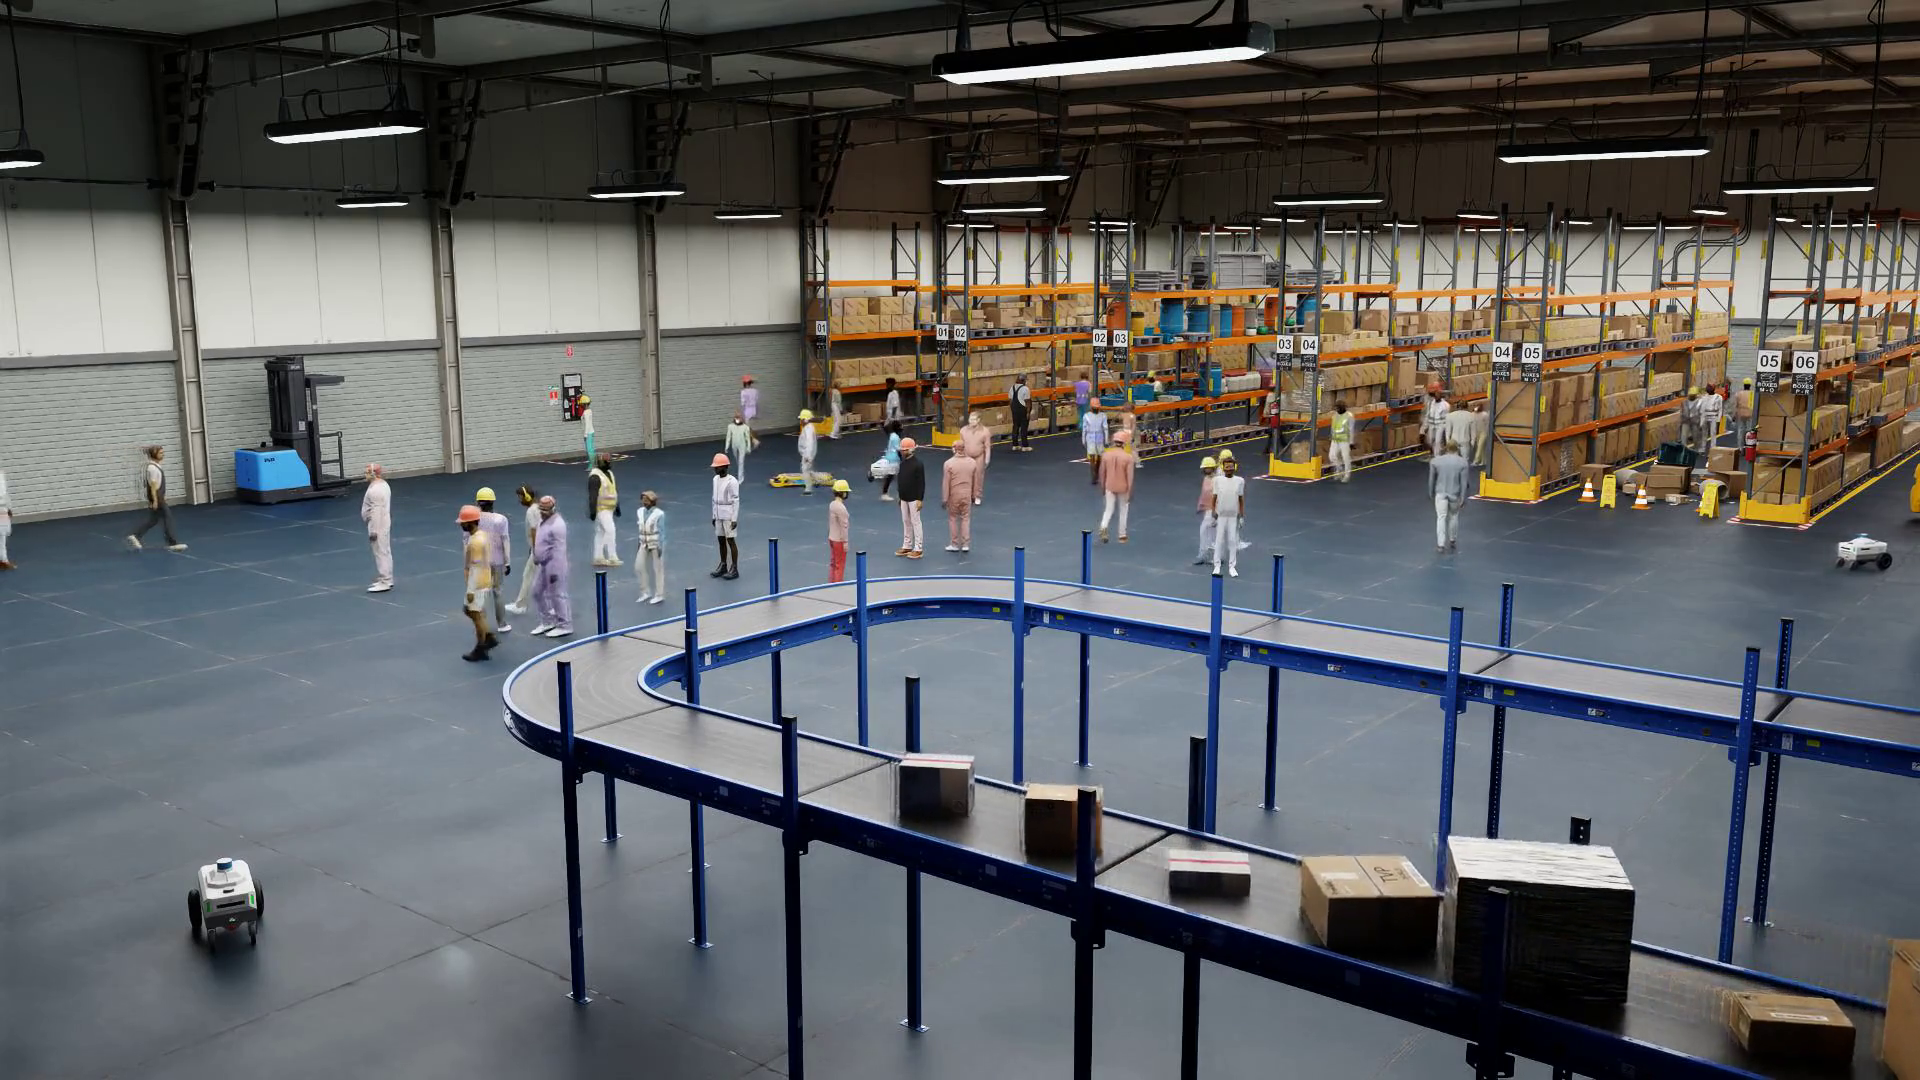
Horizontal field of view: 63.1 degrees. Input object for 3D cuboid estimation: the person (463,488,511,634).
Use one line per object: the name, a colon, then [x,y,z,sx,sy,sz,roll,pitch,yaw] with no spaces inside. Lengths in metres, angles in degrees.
person: [-6.193,0.272,20.516,0.590,1.923,0.383,-1,10,-4]

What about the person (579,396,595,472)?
person: [-8.681,-2.473,36.410,0.320,1.769,0.523,-1,10,-4]

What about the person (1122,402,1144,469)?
person: [3.928,-2.434,36.688,0.895,1.591,0.523,-7,12,-35]

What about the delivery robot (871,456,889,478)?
delivery robot: [-1.701,-1.629,34.925,0.477,0.478,0.707,4,11,22]

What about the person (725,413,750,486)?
person: [-4.851,-2.013,34.329,0.510,1.591,0.865,2,10,13]

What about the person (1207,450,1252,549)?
person: [4.539,-0.678,26.458,0.866,1.697,0.512,3,10,16]

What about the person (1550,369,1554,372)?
person: [18.303,-4.666,48.277,0.548,1.934,0.627,5,11,25]

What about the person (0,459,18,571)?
person: [-15.339,-0.482,24.762,0.658,1.921,0.610,1,10,3]

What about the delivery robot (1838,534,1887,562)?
delivery robot: [14.406,0.141,24.962,0.707,0.478,0.477,-3,10,-17]

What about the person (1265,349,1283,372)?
person: [10.733,-5.600,53.650,0.667,1.903,0.894,-4,11,-20]

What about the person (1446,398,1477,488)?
person: [10.823,-2.100,33.821,0.636,1.939,0.358,4,11,20]

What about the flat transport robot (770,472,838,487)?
flat transport robot: [-3.421,-1.336,34.340,1.431,0.197,0.652,-3,10,-14]

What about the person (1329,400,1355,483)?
person: [8.432,-2.172,34.566,0.575,1.814,0.745,-6,12,-31]

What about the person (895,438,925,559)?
person: [-0.831,-0.699,25.788,0.390,1.990,0.623,-8,13,-38]

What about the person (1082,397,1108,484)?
person: [2.977,-2.220,34.573,0.566,1.914,0.791,-1,10,-4]

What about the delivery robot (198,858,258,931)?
delivery robot: [-5.329,2.556,11.370,0.477,0.478,0.707,-5,11,-29]

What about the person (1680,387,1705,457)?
person: [18.199,-2.916,38.880,0.607,1.786,0.945,8,13,39]

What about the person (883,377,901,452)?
person: [-1.770,-3.168,39.804,0.602,1.943,0.638,-2,10,-13]

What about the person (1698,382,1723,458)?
person: [18.730,-3.004,39.075,0.357,1.881,0.574,-6,12,-30]

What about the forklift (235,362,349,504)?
forklift: [-13.803,-2.244,32.110,1.129,2.768,1.873,8,13,37]

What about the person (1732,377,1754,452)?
person: [20.198,-3.221,40.211,0.623,1.912,0.434,5,11,28]

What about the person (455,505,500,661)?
person: [-5.921,0.523,19.087,0.387,1.926,0.579,-2,10,-13]

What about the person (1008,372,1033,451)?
person: [1.608,-3.318,40.514,0.536,2.000,0.681,-9,14,-42]

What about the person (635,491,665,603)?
person: [-4.432,0.112,22.238,0.546,1.618,0.526,6,12,30]

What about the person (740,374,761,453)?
person: [-5.336,-3.206,39.817,0.597,2.023,0.613,6,12,32]

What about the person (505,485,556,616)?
person: [-5.884,0.152,21.503,0.944,1.809,0.523,1,10,6]

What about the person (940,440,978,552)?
person: [-0.037,-0.730,26.253,0.676,1.913,0.420,-5,11,-28]

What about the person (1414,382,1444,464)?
person: [11.326,-2.828,37.787,0.672,1.991,0.671,-9,13,-40]

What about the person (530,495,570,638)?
person: [-5.361,0.347,20.231,0.622,1.872,0.684,-6,12,-30]

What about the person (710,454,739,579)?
person: [-3.643,-0.369,24.091,0.551,1.935,0.375,9,13,41]

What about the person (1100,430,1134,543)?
person: [2.686,-0.902,27.008,0.622,1.974,0.769,5,11,27]

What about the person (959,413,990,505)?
person: [0.265,-1.583,31.126,0.673,1.855,0.960,2,10,11]

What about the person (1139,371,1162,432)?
person: [5.406,-3.885,44.288,0.606,1.781,0.910,7,12,34]

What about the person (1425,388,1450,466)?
person: [11.408,-2.692,37.347,0.515,1.870,0.609,-9,13,-41]

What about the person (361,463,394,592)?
person: [-8.653,-0.197,23.209,0.403,1.906,0.651,-1,10,-8]

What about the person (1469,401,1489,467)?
person: [12.369,-2.526,37.258,0.830,1.565,0.521,-7,12,-36]

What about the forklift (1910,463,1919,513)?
forklift: [19.034,-1.348,28.998,2.313,2.155,1.214,8,13,37]

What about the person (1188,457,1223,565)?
person: [3.938,-0.464,25.177,0.750,1.739,0.526,-1,10,-7]

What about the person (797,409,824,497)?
person: [-3.151,-1.815,32.582,0.458,1.819,0.599,-1,10,-6]

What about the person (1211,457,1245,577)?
person: [4.151,-0.366,24.263,0.514,1.872,0.328,1,10,3]

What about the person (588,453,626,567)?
person: [-5.590,-0.481,25.031,0.753,1.817,0.645,2,10,11]

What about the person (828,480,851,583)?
person: [-1.708,0.012,22.428,0.327,1.767,0.533,-4,11,-24]

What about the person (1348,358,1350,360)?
person: [13.208,-5.355,52.871,0.368,1.684,0.536,5,11,27]

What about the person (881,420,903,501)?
person: [-1.230,-1.618,31.910,0.869,1.655,0.545,-1,10,-7]

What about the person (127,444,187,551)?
person: [-13.588,-0.707,26.329,0.828,1.824,0.517,-6,12,-29]

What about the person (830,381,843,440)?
person: [-3.414,-3.575,43.038,0.400,1.614,0.630,-3,11,-19]

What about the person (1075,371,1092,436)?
person: [3.467,-3.808,43.746,0.595,1.826,0.443,9,13,41]

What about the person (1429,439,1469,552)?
person: [8.279,-0.769,26.534,0.634,1.876,1.053,3,11,17]

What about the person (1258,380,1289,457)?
person: [7.954,-3.087,39.389,1.026,1.950,0.613,-4,11,-22]

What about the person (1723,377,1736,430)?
person: [22.024,-3.917,44.959,0.505,1.613,0.459,-10,14,-44]
